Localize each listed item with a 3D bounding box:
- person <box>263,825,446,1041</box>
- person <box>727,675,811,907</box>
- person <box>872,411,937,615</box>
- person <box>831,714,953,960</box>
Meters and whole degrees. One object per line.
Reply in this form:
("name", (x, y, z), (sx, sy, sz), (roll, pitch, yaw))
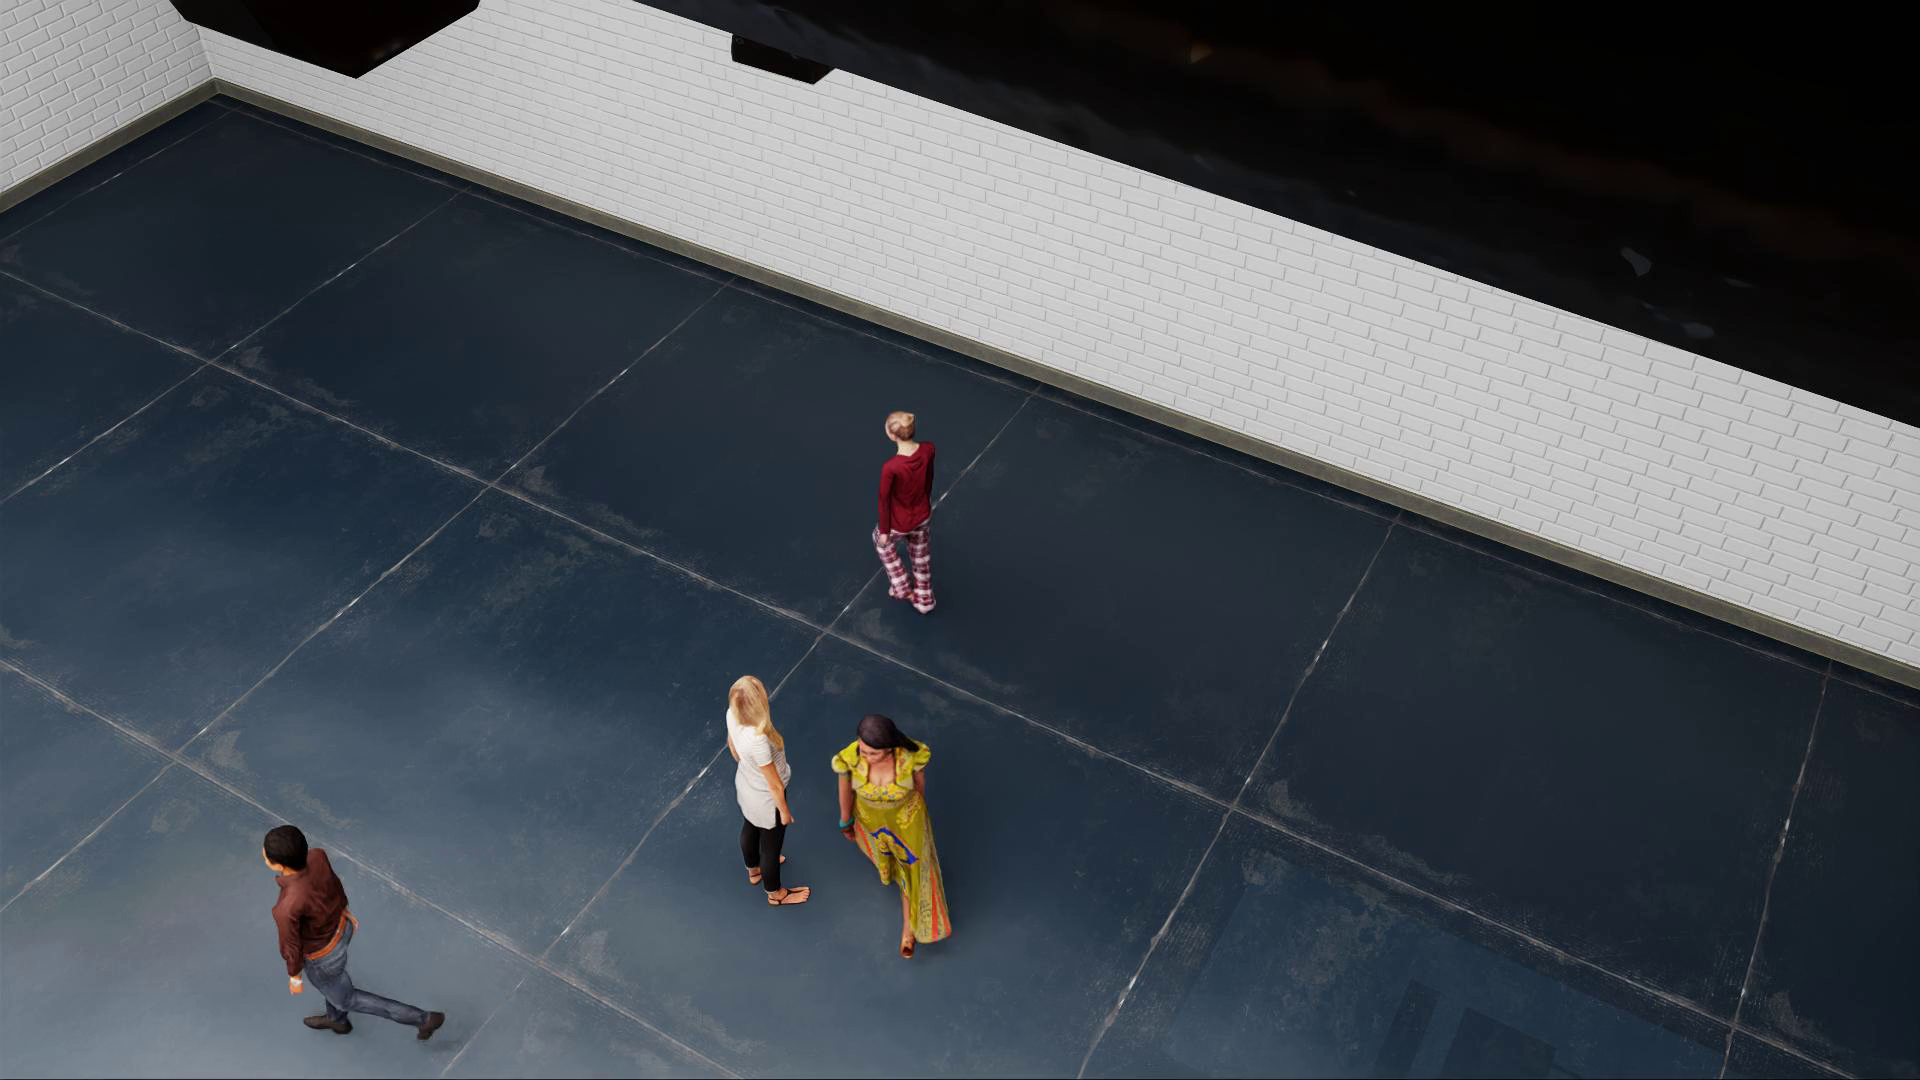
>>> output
("person", (-3.175, 2.096, 8.548), (1.031, 1.758, 1.111), (1, 44, 1))
("person", (-1.113, 1.393, 9.235), (0.670, 1.827, 0.687), (-26, 49, -25))
("person", (-0.301, -0.134, 10.935), (0.722, 1.692, 0.820), (-29, 51, -27))
("person", (-0.420, 1.449, 9.341), (1.183, 1.610, 1.342), (-3, 44, -3))
